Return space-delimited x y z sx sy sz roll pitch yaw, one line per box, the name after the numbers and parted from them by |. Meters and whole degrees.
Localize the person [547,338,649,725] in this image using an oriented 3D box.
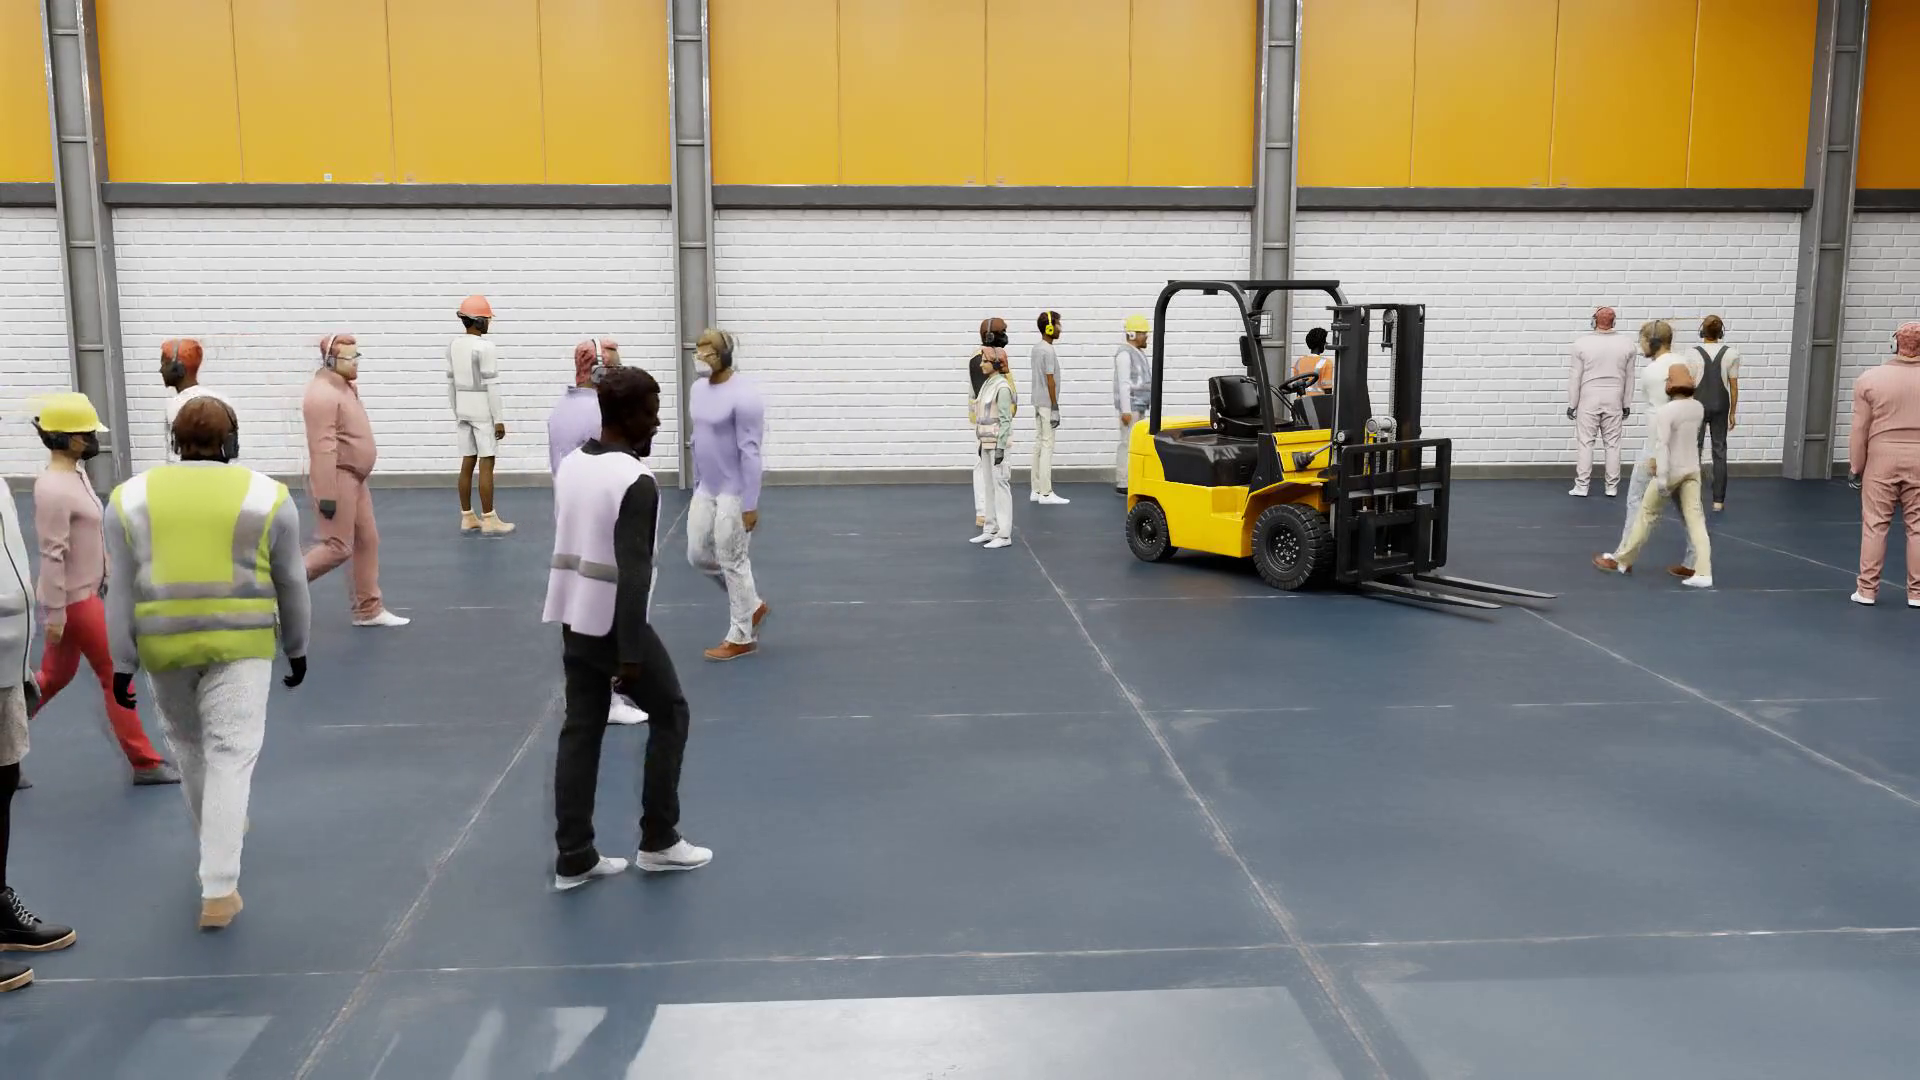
-1.780 -0.044 8.255 0.402 1.906 0.652 -6 11 -34 | person

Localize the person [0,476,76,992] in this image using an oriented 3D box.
-3.088 0.411 5.208 0.361 1.964 0.613 -1 9 -5 | person

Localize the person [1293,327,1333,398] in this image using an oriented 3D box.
3.578 -1.300 16.822 0.320 1.694 0.521 -5 10 -27 | person

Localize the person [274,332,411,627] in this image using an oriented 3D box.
-3.901 -0.345 10.267 0.778 1.877 0.660 -1 9 -9 | person

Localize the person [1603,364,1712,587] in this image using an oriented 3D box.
5.111 -0.476 11.984 0.495 1.578 0.871 -4 10 -23 | person

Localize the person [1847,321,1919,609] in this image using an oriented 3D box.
6.265 -0.493 11.077 0.642 1.908 0.407 4 10 22 | person

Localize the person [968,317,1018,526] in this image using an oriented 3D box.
0.295 -1.044 14.737 0.429 1.845 0.621 2 9 14 | person

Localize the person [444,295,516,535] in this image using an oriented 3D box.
-4.113 -1.066 14.237 0.605 2.045 0.378 6 11 35 | person

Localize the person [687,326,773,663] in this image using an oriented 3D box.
-1.317 -0.259 9.524 0.469 1.929 0.671 -8 12 -40 | person

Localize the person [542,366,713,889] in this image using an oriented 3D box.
-1.205 0.315 6.079 0.615 1.888 0.732 8 12 43 | person

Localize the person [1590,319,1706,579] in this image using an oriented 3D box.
5.090 -0.652 12.161 0.812 1.892 0.654 9 13 44 | person

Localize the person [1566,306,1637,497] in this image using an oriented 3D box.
6.370 -1.371 16.574 0.642 1.913 0.408 1 9 4 | person

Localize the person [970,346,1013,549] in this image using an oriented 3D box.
0.279 -0.755 13.553 0.307 1.641 0.514 -3 10 -19 | person

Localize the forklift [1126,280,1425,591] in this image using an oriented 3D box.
2.301 -0.860 12.475 1.214 2.155 2.313 -6 11 -35 | forklift

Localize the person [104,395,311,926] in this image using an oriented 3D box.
-2.640 0.389 5.912 0.636 1.786 0.969 -2 9 -11 | person

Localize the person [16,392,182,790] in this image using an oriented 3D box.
-3.815 0.230 7.093 0.872 1.729 0.533 -3 10 -21 | person

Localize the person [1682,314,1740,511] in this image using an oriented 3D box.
7.025 -1.188 15.626 0.503 1.847 0.344 3 9 15 | person

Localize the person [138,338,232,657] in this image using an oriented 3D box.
-4.447 -0.213 9.485 0.926 1.844 0.618 0 9 1 | person

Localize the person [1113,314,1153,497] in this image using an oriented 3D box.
1.744 -1.346 16.671 0.404 1.827 0.600 3 10 20 | person

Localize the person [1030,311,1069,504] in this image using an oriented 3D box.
0.858 -1.284 16.156 0.328 1.872 0.514 -3 9 -16 | person
